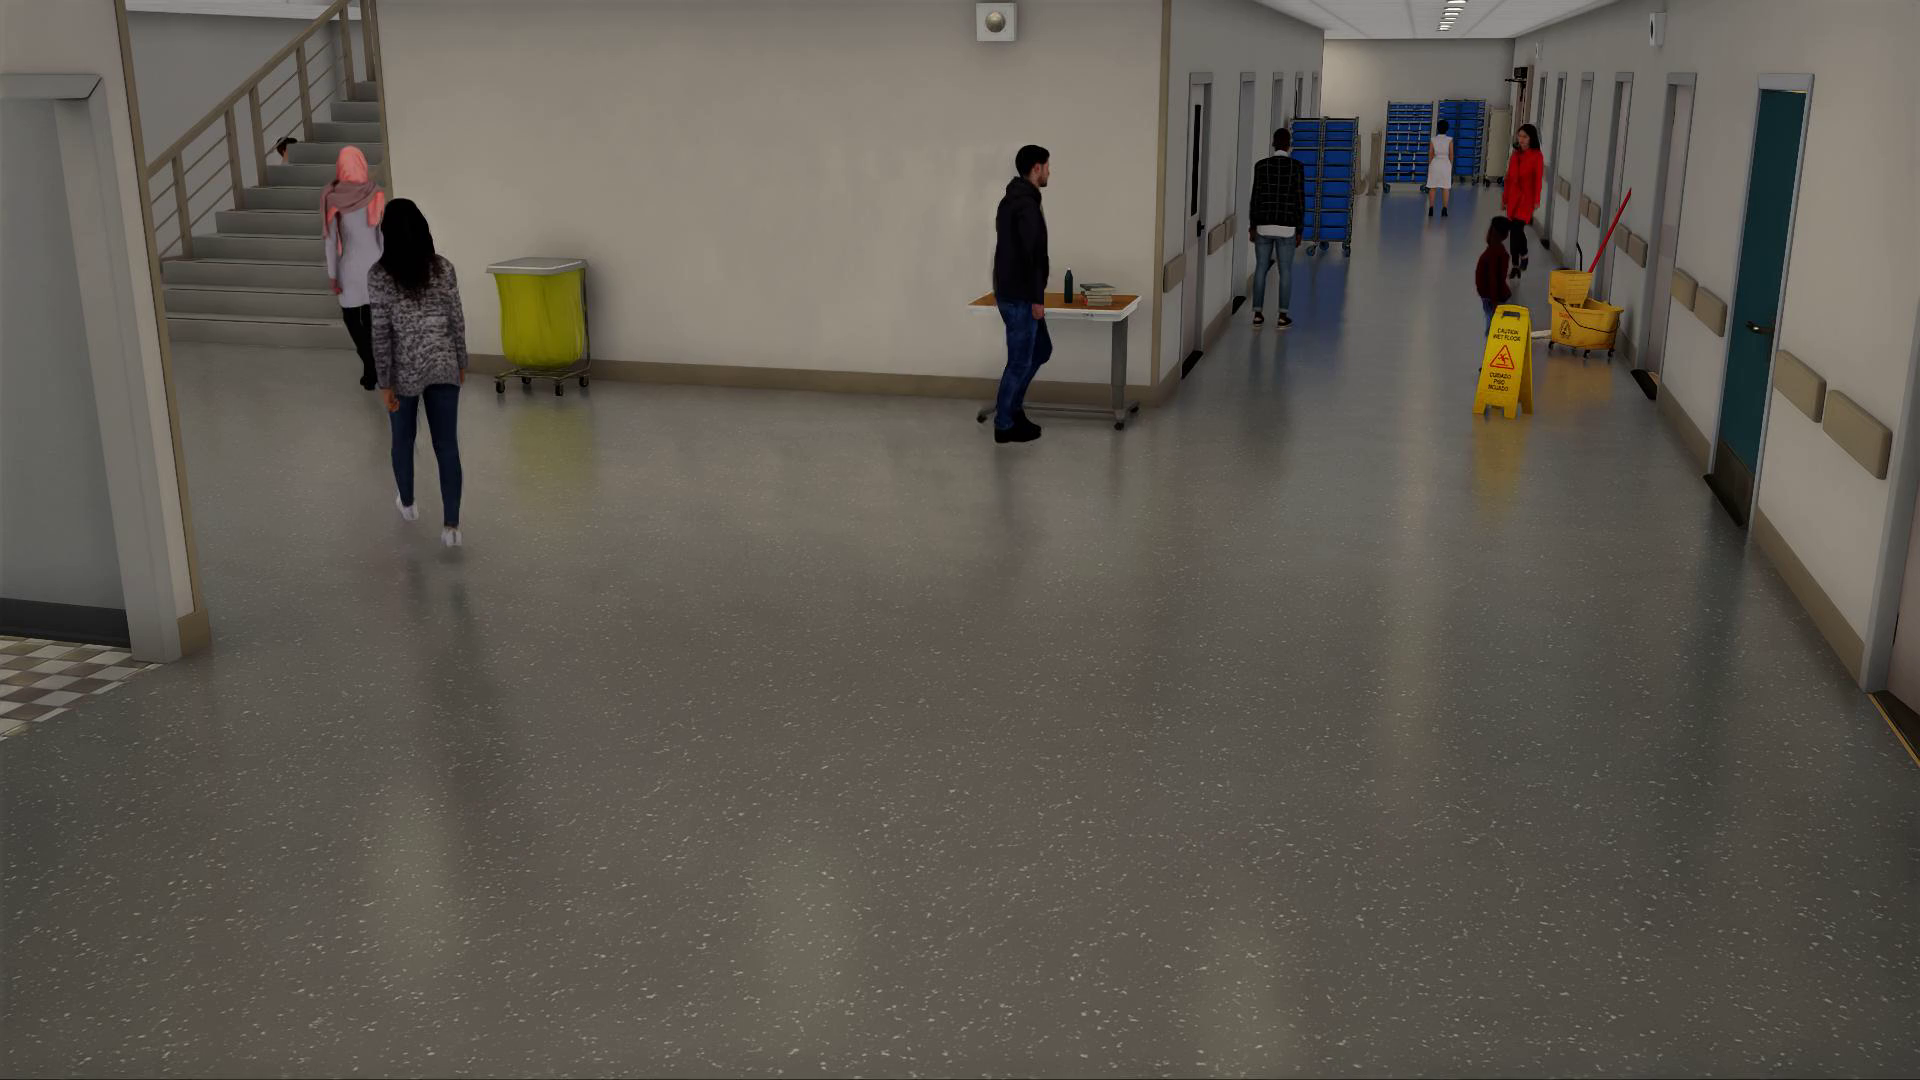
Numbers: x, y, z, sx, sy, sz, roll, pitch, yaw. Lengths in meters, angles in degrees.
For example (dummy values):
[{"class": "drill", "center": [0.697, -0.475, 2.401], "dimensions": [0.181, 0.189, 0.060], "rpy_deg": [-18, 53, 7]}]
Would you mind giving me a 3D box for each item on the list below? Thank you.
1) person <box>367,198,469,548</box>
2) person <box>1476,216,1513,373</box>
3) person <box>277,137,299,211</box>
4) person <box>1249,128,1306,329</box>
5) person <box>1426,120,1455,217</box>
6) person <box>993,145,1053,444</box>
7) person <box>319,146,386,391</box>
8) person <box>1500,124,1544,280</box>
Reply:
[{"class": "person", "center": [-2.624, -0.773, 8.181], "dimensions": [1.088, 1.678, 1.239], "rpy_deg": [-6, 17, -22]}, {"class": "person", "center": [4.165, -1.863, 12.868], "dimensions": [0.766, 1.234, 0.508], "rpy_deg": [4, 16, 13]}, {"class": "person", "center": [-7.237, -3.473, 17.830], "dimensions": [0.723, 1.639, 0.693], "rpy_deg": [2, 16, 5]}, {"class": "person", "center": [2.939, -2.906, 15.492], "dimensions": [0.650, 1.816, 0.536], "rpy_deg": [4, 16, 15]}, {"class": "person", "center": [7.926, -6.137, 27.431], "dimensions": [0.571, 1.556, 0.538], "rpy_deg": [6, 17, 20]}, {"class": "person", "center": [0.289, -1.534, 10.533], "dimensions": [0.873, 1.868, 0.746], "rpy_deg": [-2, 16, -8]}, {"class": "person", "center": [-4.357, -1.944, 12.133], "dimensions": [0.988, 1.788, 1.051], "rpy_deg": [-9, 18, -28]}, {"class": "person", "center": [6.459, -3.840, 18.953], "dimensions": [0.856, 1.737, 0.798], "rpy_deg": [-9, 18, -30]}]
